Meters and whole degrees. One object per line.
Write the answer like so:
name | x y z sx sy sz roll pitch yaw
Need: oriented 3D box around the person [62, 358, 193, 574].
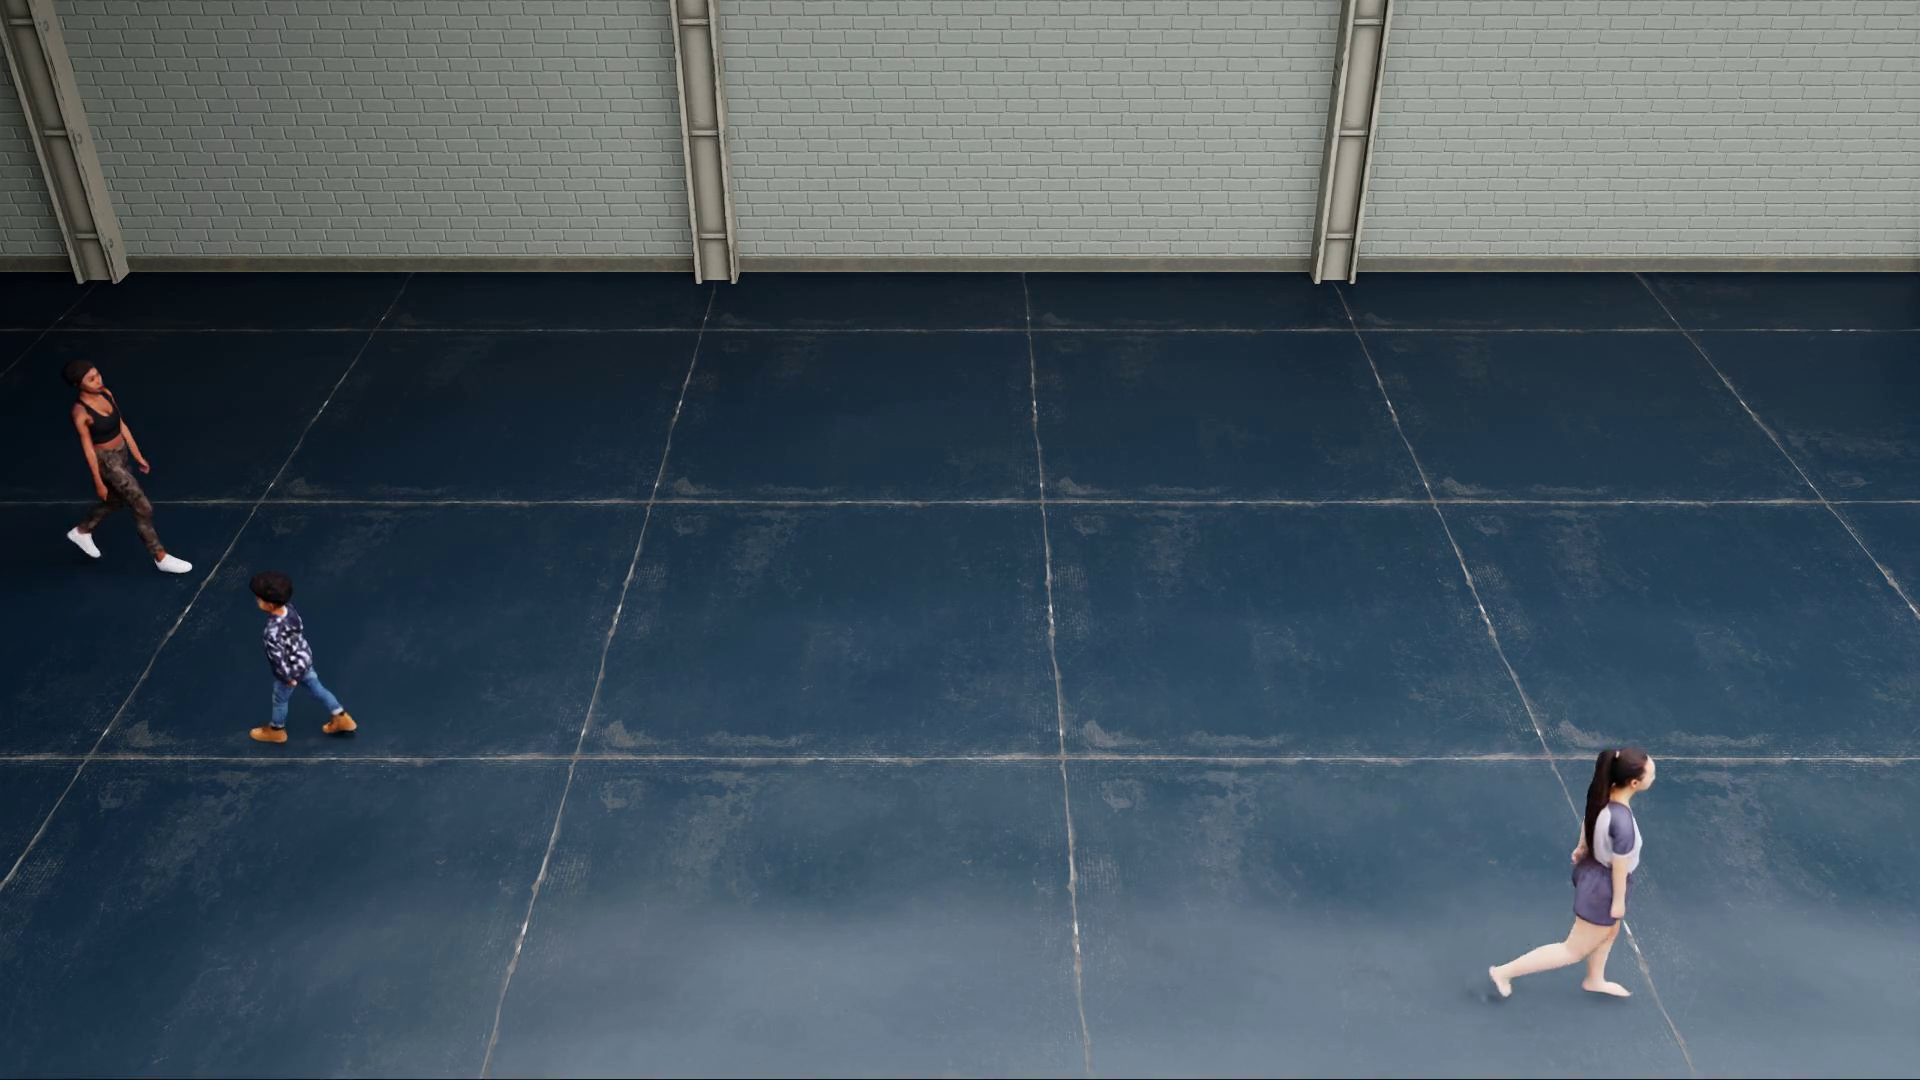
person | -5.950 -0.507 11.530 1.100 1.676 0.603 2 33 2

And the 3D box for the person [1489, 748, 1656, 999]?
person | 3.057 1.701 8.183 1.009 1.624 0.700 5 33 7

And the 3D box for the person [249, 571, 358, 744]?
person | -3.994 0.722 10.055 0.851 1.225 0.516 1 33 2
